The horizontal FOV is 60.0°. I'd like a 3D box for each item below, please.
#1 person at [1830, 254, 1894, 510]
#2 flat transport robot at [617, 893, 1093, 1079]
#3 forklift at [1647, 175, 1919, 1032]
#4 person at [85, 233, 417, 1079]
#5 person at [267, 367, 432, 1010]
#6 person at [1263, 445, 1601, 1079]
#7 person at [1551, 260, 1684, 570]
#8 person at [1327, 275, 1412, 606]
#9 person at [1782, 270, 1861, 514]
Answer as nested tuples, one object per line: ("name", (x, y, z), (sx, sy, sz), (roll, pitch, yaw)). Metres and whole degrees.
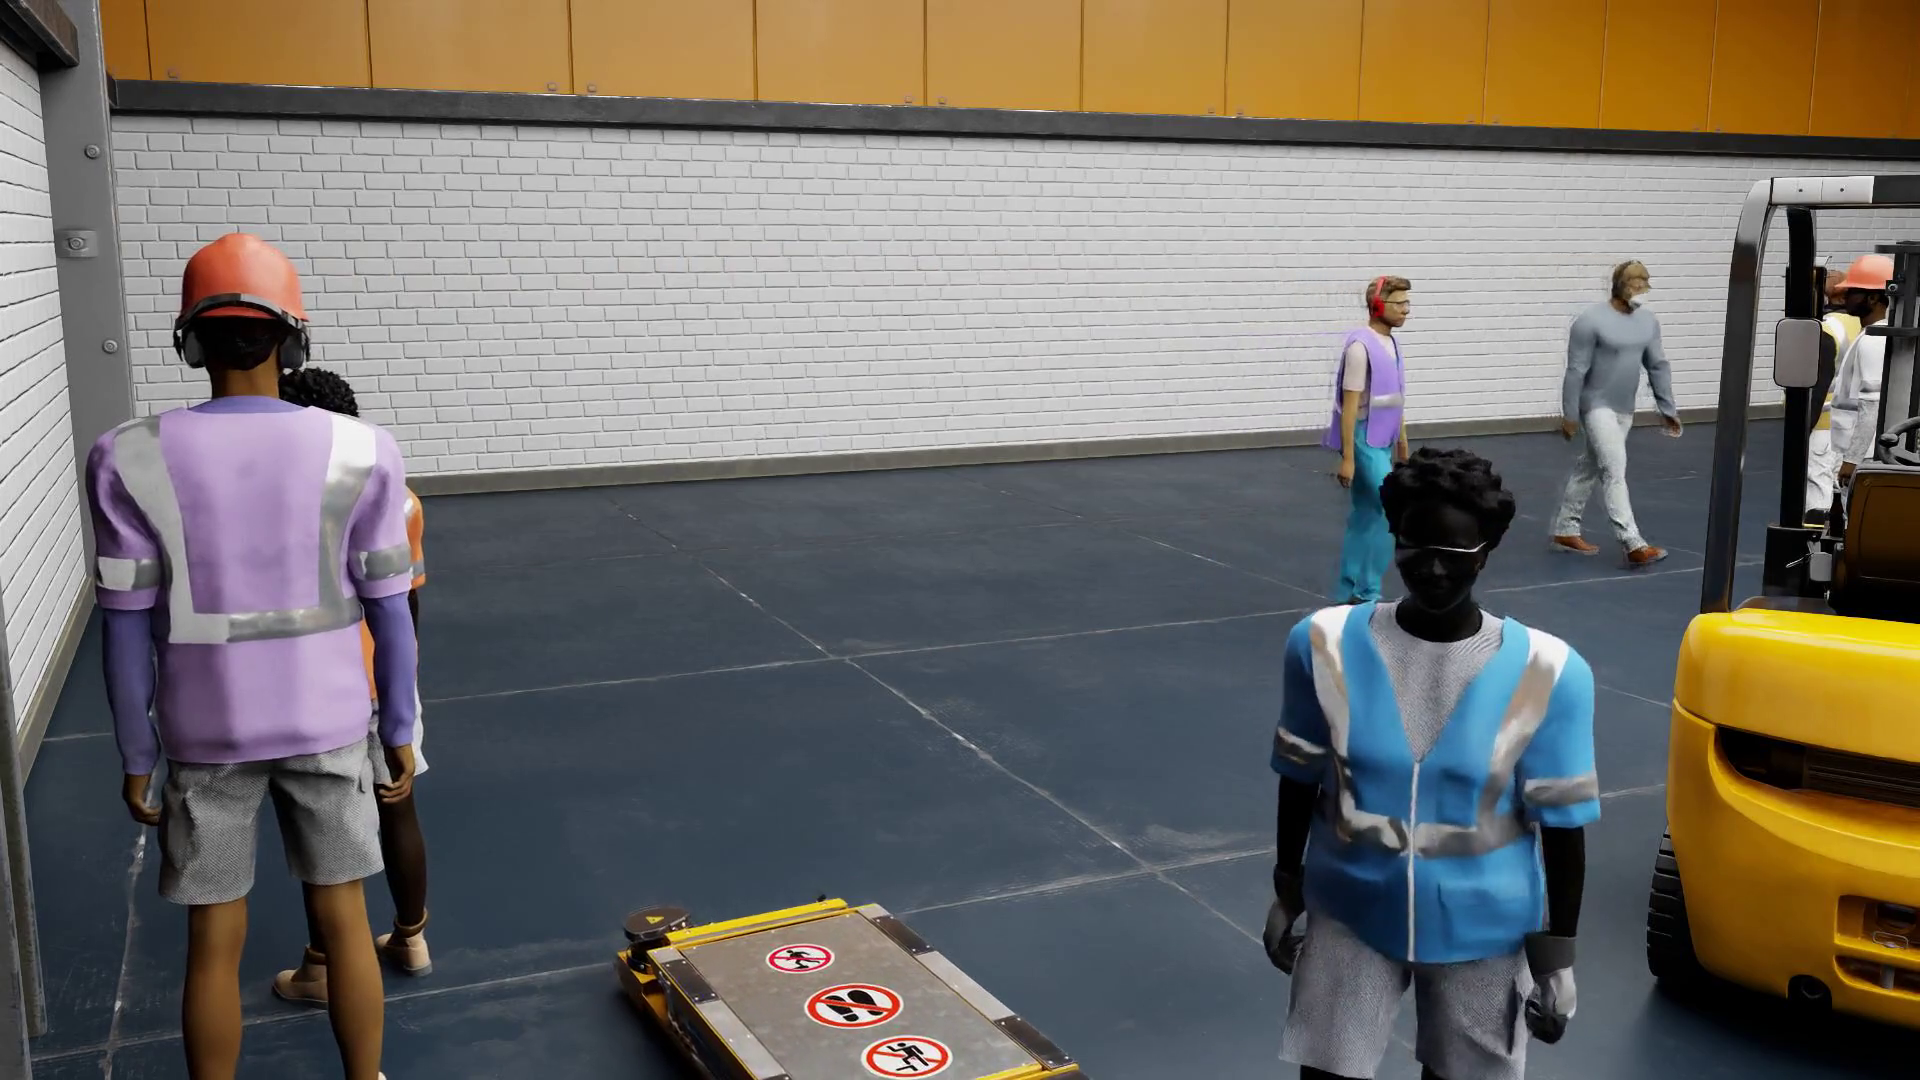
("person", (4.622, -0.487, 8.562), (0.350, 1.942, 0.545), (6, 12, 30))
("flat transport robot", (-0.297, 1.176, 3.998), (0.652, 0.197, 1.431), (-6, 12, -28))
("forklift", (2.810, 0.094, 4.662), (1.214, 2.155, 2.313), (7, 12, 34))
("person", (-1.466, 0.384, 3.527), (0.607, 2.035, 0.413), (-4, 11, -23))
("person", (-1.648, 0.391, 4.412), (0.317, 1.693, 0.535), (8, 13, 39))
("person", (0.780, 0.677, 2.833), (0.555, 1.679, 0.457), (4, 11, 20))
("person", (4.091, -0.773, 10.282), (0.658, 1.875, 1.018), (-5, 12, -28))
("person", (2.218, -0.461, 8.718), (0.556, 1.825, 0.590), (6, 12, 29))
("person", (5.156, -0.689, 9.967), (0.619, 1.839, 0.430), (-8, 13, -39))
